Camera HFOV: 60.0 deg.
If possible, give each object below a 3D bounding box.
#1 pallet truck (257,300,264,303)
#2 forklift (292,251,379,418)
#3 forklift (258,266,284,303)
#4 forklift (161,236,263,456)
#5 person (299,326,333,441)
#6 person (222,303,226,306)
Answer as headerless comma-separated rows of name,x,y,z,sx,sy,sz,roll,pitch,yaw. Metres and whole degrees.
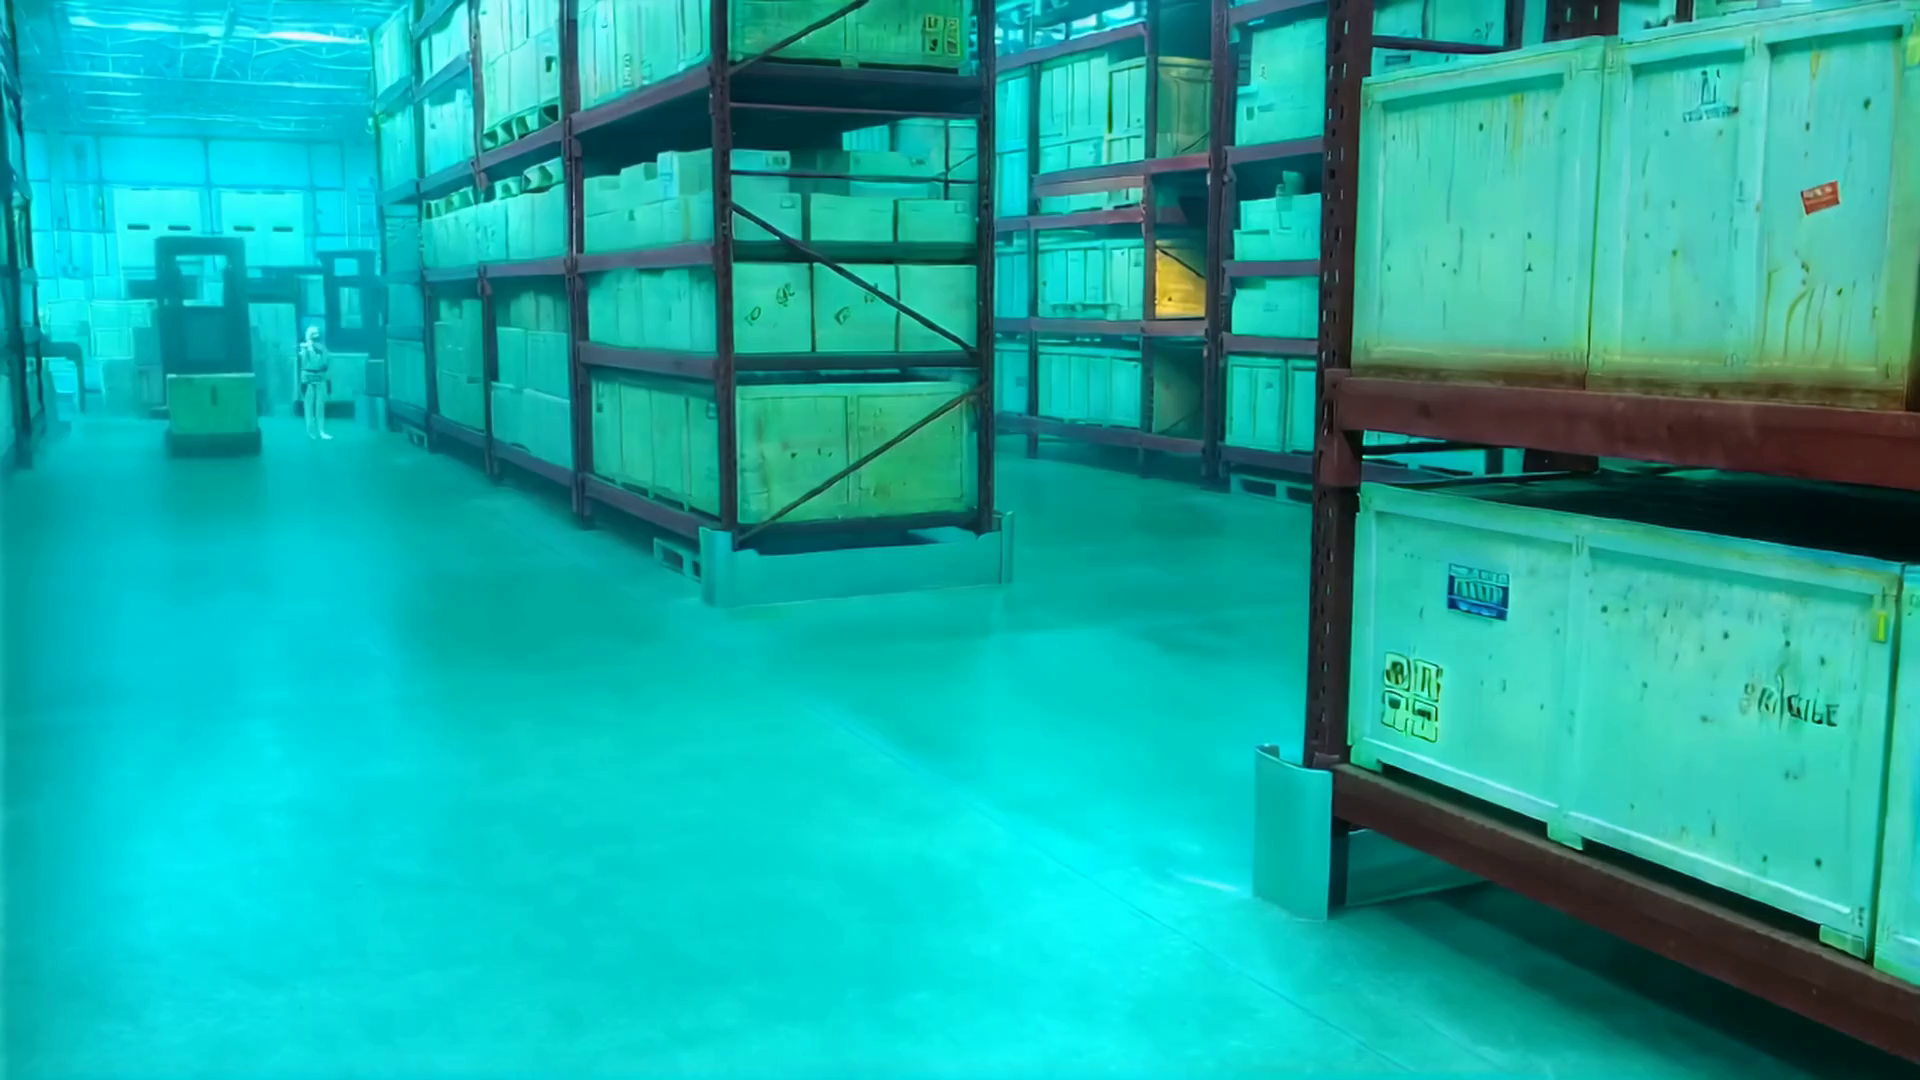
pallet truck,-23.913,-7.404,58.171,1.885,1.965,0.823,-1,8,-9
forklift,-10.400,-3.519,28.352,1.129,2.768,1.873,3,9,19
forklift,-17.061,-5.406,41.365,1.873,2.768,1.129,-6,10,-34
forklift,-9.821,-2.553,21.696,1.129,2.768,1.873,-4,9,-26
person,-9.177,-2.225,23.690,0.310,1.638,0.522,4,9,24
person,-20.536,-5.713,46.815,0.669,1.932,0.509,5,10,32
